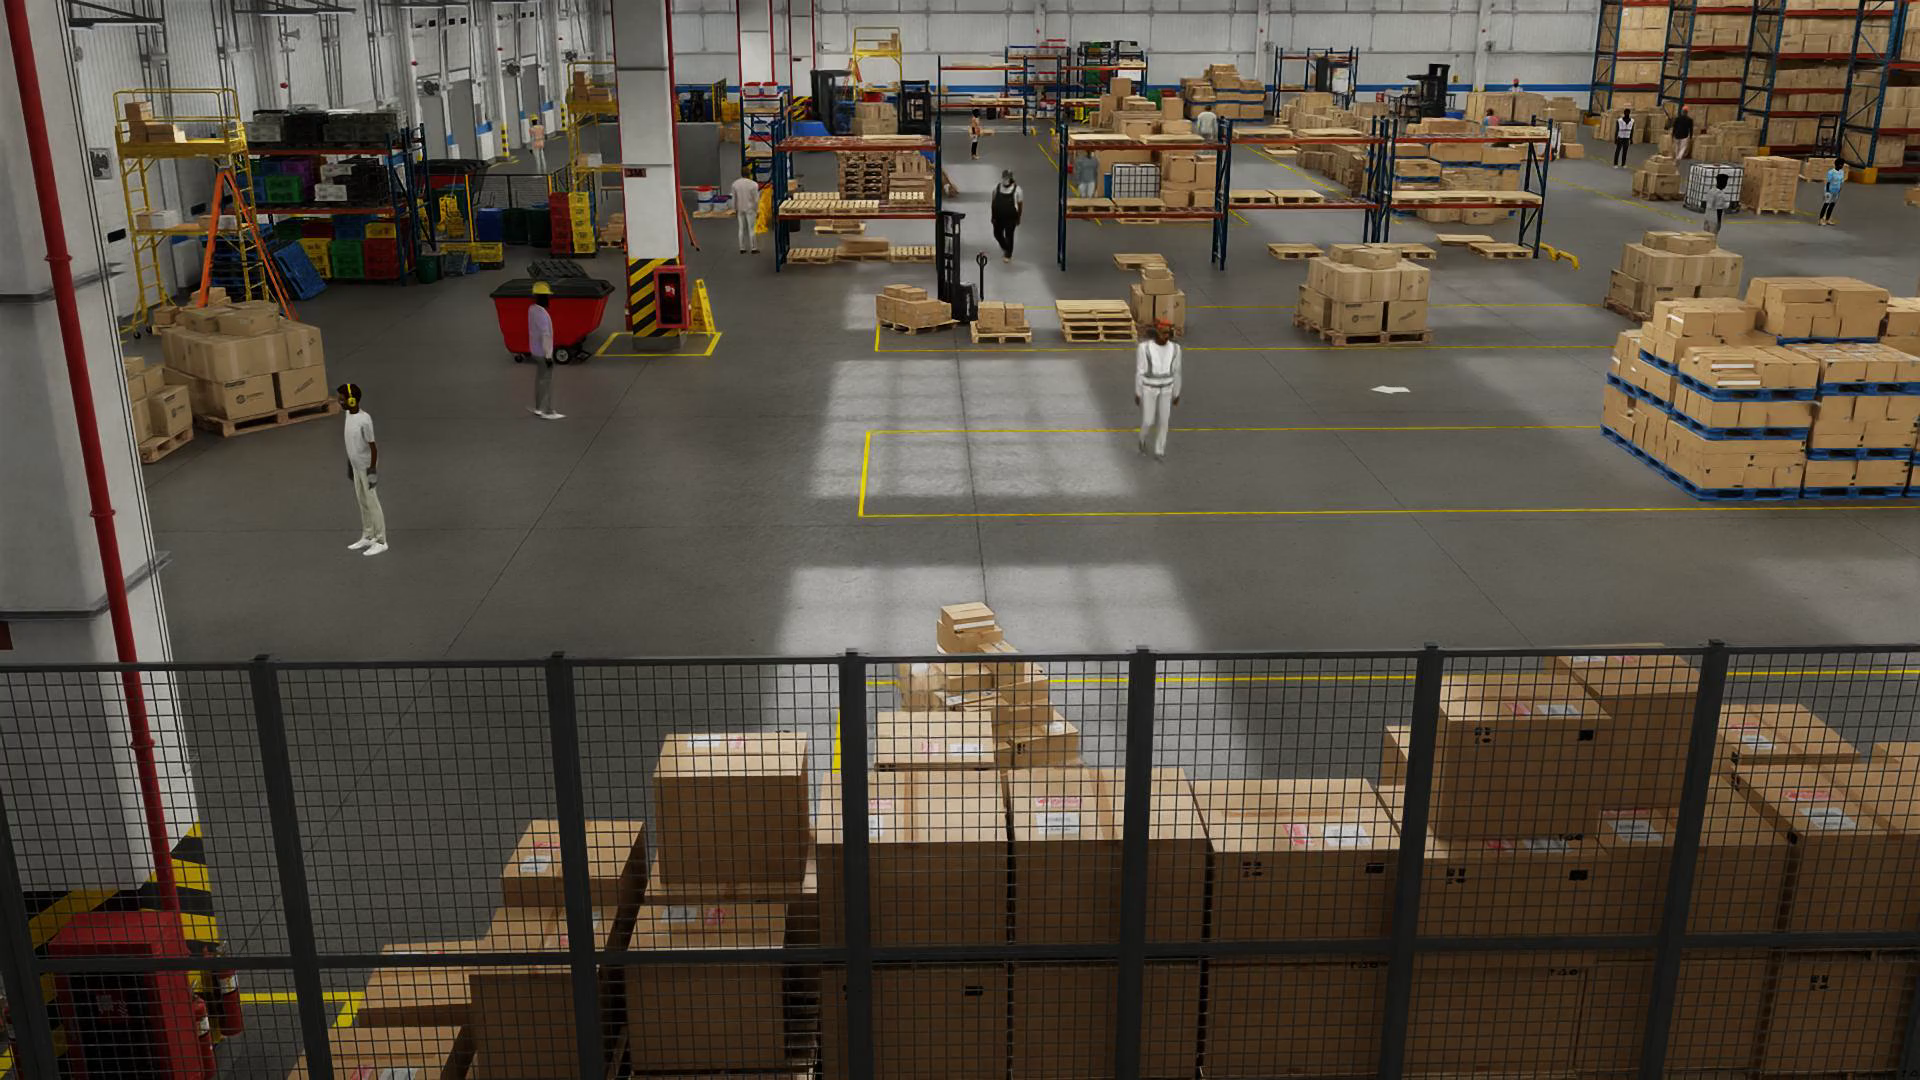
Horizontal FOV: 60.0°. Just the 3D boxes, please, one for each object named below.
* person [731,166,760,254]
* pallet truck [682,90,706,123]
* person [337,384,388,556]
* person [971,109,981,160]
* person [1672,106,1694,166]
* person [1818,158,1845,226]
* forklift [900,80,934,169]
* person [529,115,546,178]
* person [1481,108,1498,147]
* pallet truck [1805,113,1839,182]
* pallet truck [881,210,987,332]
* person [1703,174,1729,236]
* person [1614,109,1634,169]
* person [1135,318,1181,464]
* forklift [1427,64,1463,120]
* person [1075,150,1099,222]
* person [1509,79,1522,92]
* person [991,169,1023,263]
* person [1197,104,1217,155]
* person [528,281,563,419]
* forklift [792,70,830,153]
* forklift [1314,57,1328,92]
[{"bbox_3d":[-4.776,-7.361,37.164,0.629,1.937,0.377,5,19,14],"label":"person"},{"bbox_3d":[-9.671,-15.907,62.421,0.823,1.965,1.885,5,19,15],"label":"pallet truck"},{"bbox_3d":[-6.366,-0.755,17.679,0.520,1.865,0.332,18,25,42],"label":"person"},{"bbox_3d":[0.539,-13.893,56.912,0.317,1.696,0.538,6,19,17],"label":"person"},{"bbox_3d":[23.696,-13.249,54.591,0.641,1.962,0.806,14,23,36],"label":"person"},{"bbox_3d":[21.760,-8.675,41.458,0.536,1.686,0.333,-8,20,-22],"label":"person"},{"bbox_3d":[-1.439,-13.389,53.591,1.129,2.768,1.873,-2,19,-6],"label":"forklift"},{"bbox_3d":[-13.108,-12.195,51.535,0.380,1.917,0.586,12,22,31],"label":"person"},{"bbox_3d":[17.630,-13.457,55.461,0.658,1.815,0.441,-10,21,-26],"label":"person"},{"bbox_3d":[26.403,-11.957,50.702,0.823,1.965,1.885,6,19,16],"label":"pallet truck"},{"bbox_3d":[-0.493,-4.759,29.349,1.885,1.965,0.823,-13,23,-34],"label":"pallet truck"},{"bbox_3d":[16.193,-6.883,35.719,0.376,1.958,0.609,-1,19,-3],"label":"person"},{"bbox_3d":[21.575,-13.055,54.099,0.594,1.913,0.384,-1,19,-3],"label":"person"},{"bbox_3d":[2.496,-1.890,21.036,0.603,1.866,0.474,-4,19,-12],"label":"person"},{"bbox_3d":[18.201,-16.727,63.493,1.873,2.768,1.129,-6,20,-17],"label":"forklift"},{"bbox_3d":[3.214,-9.092,42.352,0.645,1.902,0.629,-3,19,-10],"label":"person"},{"bbox_3d":[23.449,-18.514,70.307,0.570,1.891,0.941,7,20,20],"label":"person"},{"bbox_3d":[1.008,-7.055,36.095,0.701,2.000,0.624,6,20,18],"label":"person"},{"bbox_3d":[8.345,-13.760,56.173,0.650,1.914,0.678,3,19,8],"label":"person"},{"bbox_3d":[-5.801,-2.653,23.215,0.387,1.922,0.594,-9,21,-26],"label":"person"},{"bbox_3d":[-4.981,-15.241,59.083,1.873,2.768,1.129,-10,21,-28],"label":"forklift"},{"bbox_3d":[14.838,-18.461,68.638,1.873,2.768,1.129,0,19,-1],"label":"forklift"}]
